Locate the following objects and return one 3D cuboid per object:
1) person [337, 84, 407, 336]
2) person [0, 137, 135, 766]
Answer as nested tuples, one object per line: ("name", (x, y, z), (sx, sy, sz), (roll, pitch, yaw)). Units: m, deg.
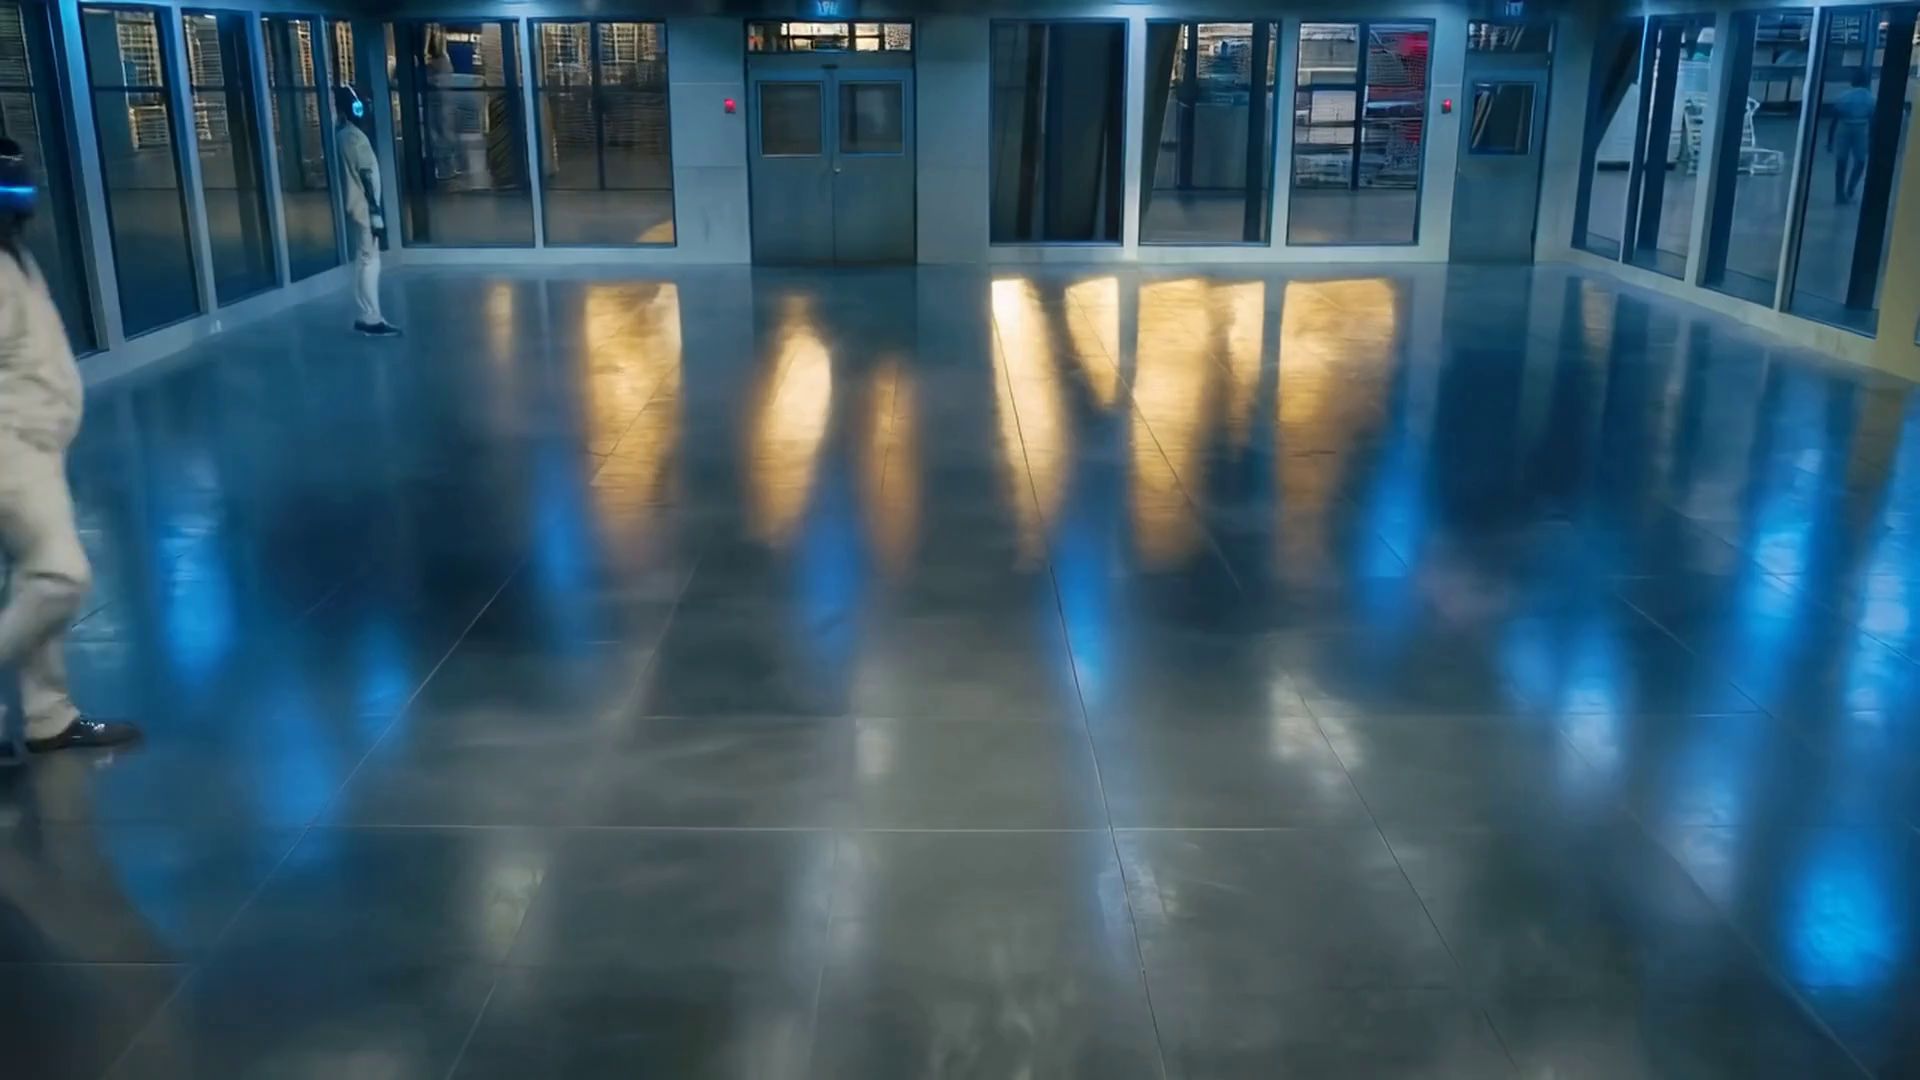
("person", (-4.516, -2.496, 12.658), (0.328, 1.876, 0.513), (-12, 20, -35))
("person", (-2.810, -0.224, 4.913), (0.462, 1.890, 0.645), (-5, 17, -16))
